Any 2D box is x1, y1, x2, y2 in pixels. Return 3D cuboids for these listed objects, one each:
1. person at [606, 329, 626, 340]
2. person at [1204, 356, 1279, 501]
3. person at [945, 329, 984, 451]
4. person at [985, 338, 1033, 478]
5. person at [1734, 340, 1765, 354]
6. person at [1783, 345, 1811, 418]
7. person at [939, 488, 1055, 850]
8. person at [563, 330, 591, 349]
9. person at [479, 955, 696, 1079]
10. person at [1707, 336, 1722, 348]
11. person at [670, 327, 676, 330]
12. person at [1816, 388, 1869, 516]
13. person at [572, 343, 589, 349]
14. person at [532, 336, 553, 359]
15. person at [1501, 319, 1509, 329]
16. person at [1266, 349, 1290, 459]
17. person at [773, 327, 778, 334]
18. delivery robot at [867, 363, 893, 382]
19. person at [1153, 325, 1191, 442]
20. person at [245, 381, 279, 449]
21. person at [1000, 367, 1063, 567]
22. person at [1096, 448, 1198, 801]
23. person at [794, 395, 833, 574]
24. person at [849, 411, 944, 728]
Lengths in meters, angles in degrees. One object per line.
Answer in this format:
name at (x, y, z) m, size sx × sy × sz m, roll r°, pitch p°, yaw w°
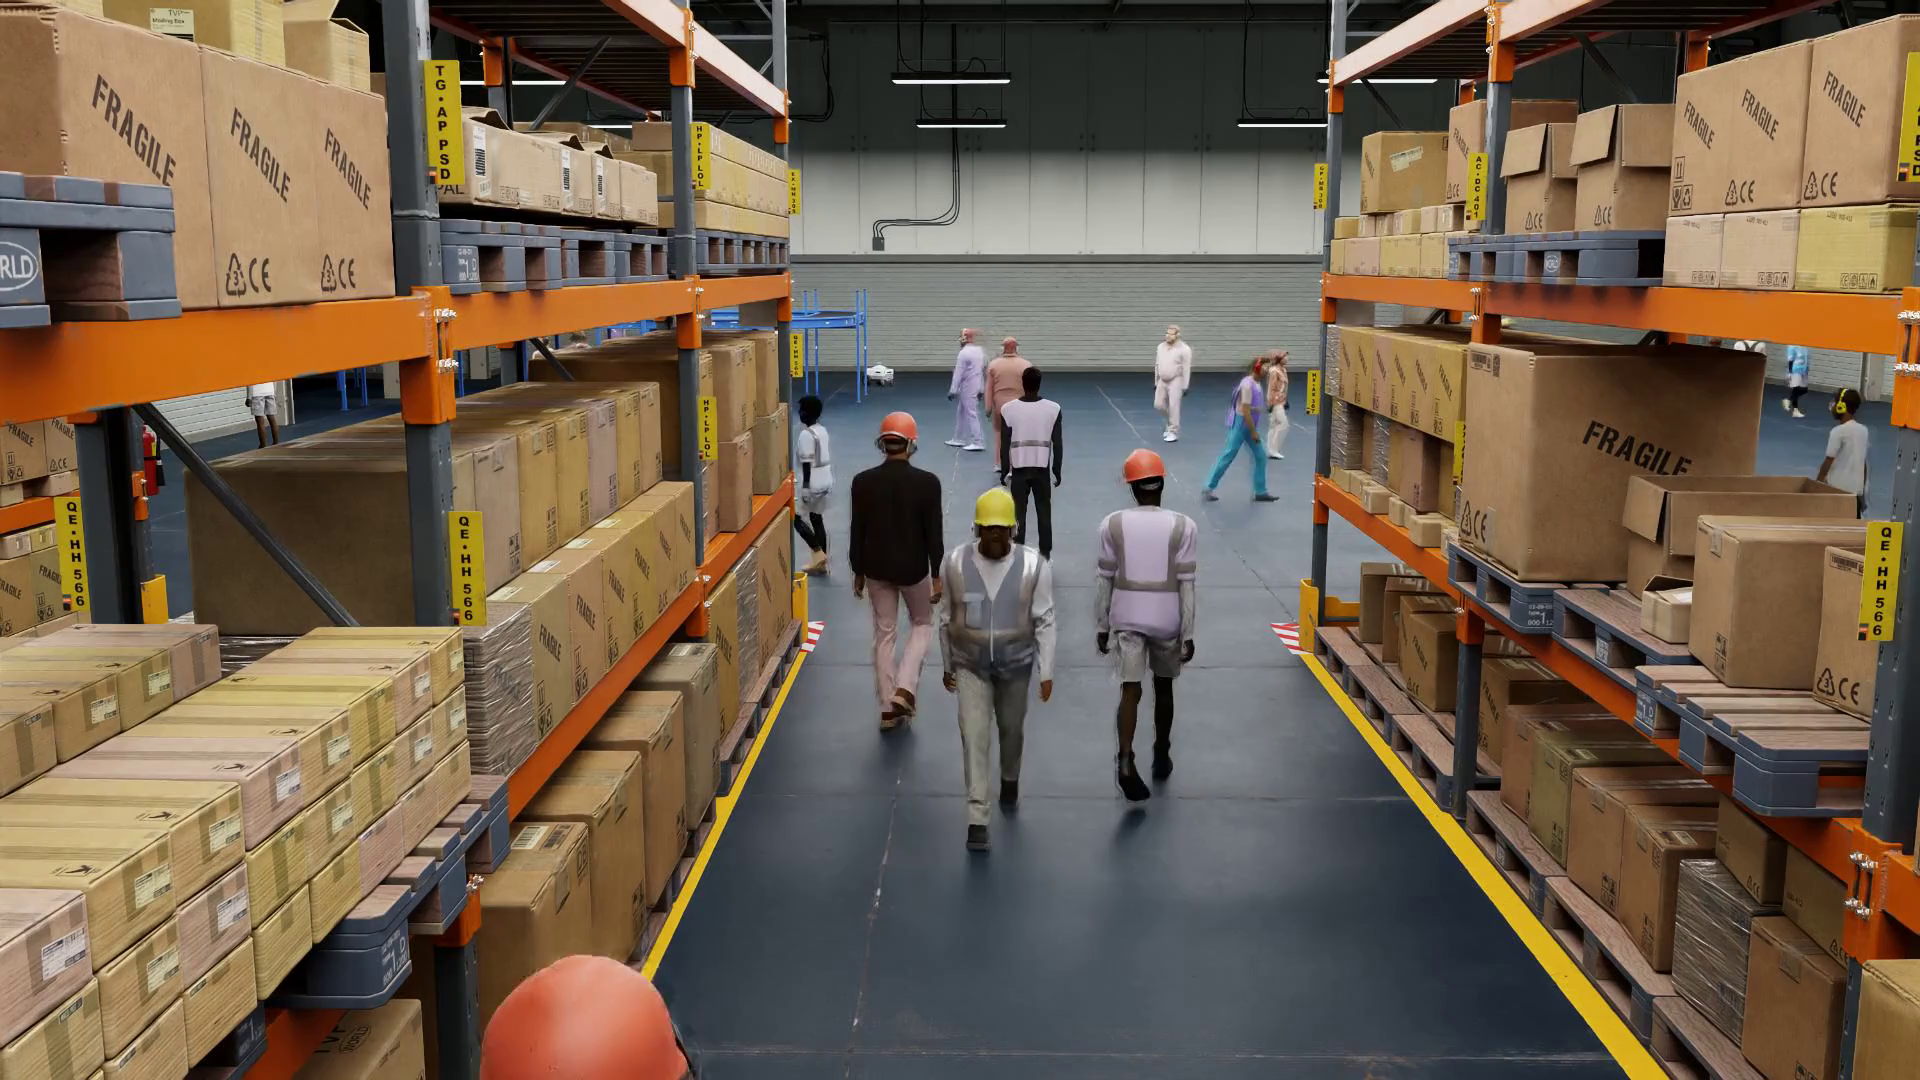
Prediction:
person at (-8.818, -5.146, 42.507) m, size 0.374 × 1.925 × 0.595 m, roll 9°, pitch 13°, yaw 44°
person at (3.444, -1.376, 20.413) m, size 0.900 × 1.783 × 0.588 m, roll 6°, pitch 11°, yaw 32°
person at (0.010, -2.331, 25.814) m, size 0.846 × 1.878 × 0.648 m, roll 4°, pitch 10°, yaw 22°
person at (0.698, -1.804, 22.641) m, size 0.662 × 1.883 × 0.729 m, roll 2°, pitch 10°, yaw 10°
person at (13.984, -2.923, 29.560) m, size 0.539 × 1.796 × 0.965 m, roll 3°, pitch 10°, yaw 18°
person at (15.750, -3.156, 31.328) m, size 0.540 × 1.682 × 0.540 m, roll -3°, pitch 10°, yaw -20°
person at (0.189, 0.598, 8.556) m, size 0.596 × 1.788 × 0.941 m, roll 0°, pitch 9°, yaw 2°
person at (-5.831, -2.321, 25.637) m, size 0.644 × 1.904 × 0.878 m, roll -1°, pitch 10°, yaw -5°
person at (-0.494, 1.538, 2.187) m, size 0.645 × 2.017 × 0.793 m, roll 2°, pitch 10°, yaw 11°
person at (11.564, -2.270, 25.594) m, size 0.653 × 1.816 × 0.737 m, roll 3°, pitch 10°, yaw 20°
person at (-5.274, -3.155, 30.761) m, size 1.010 × 1.880 × 0.551 m, roll 1°, pitch 10°, yaw 6°
person at (7.602, -0.407, 14.445) m, size 0.538 × 1.818 × 0.971 m, roll -8°, pitch 12°, yaw -40°
person at (-4.716, -1.512, 20.830) m, size 0.642 × 1.892 × 0.698 m, roll 3°, pitch 10°, yaw 18°
person at (-5.986, -2.070, 24.049) m, size 0.627 × 1.940 × 0.371 m, roll 9°, pitch 13°, yaw 42°
person at (11.369, -3.768, 34.883) m, size 0.537 × 1.710 × 0.933 m, roll -2°, pitch 10°, yaw -11°
person at (4.729, -2.002, 24.593) m, size 0.440 × 1.624 × 0.517 m, roll 4°, pitch 10°, yaw 21°
person at (-3.503, -3.377, 32.085) m, size 0.532 × 1.870 × 0.319 m, roll 1°, pitch 9°, yaw 4°
delivery robot at (-1.903, -3.939, 39.217) m, size 0.707 × 0.478 × 0.477 m, roll 9°, pitch 13°, yaw 44°
person at (3.418, -2.544, 27.019) m, size 0.677 × 1.890 × 0.430 m, roll 9°, pitch 13°, yaw 42°
person at (-10.414, -2.185, 24.741) m, size 0.375 × 1.939 × 0.546 m, roll 5°, pitch 11°, yaw 26°
person at (0.676, -0.682, 15.799) m, size 0.596 × 1.915 × 0.380 m, roll 0°, pitch 9°, yaw -1°
person at (1.009, 0.452, 9.107) m, size 0.553 × 1.899 × 0.931 m, roll 2°, pitch 10°, yaw 12°
person at (-1.384, -0.507, 15.444) m, size 0.378 × 1.680 × 0.547 m, roll 3°, pitch 10°, yaw 15°
person at (-0.389, 0.184, 10.421) m, size 0.641 × 1.975 × 0.446 m, roll 3°, pitch 10°, yaw 16°
